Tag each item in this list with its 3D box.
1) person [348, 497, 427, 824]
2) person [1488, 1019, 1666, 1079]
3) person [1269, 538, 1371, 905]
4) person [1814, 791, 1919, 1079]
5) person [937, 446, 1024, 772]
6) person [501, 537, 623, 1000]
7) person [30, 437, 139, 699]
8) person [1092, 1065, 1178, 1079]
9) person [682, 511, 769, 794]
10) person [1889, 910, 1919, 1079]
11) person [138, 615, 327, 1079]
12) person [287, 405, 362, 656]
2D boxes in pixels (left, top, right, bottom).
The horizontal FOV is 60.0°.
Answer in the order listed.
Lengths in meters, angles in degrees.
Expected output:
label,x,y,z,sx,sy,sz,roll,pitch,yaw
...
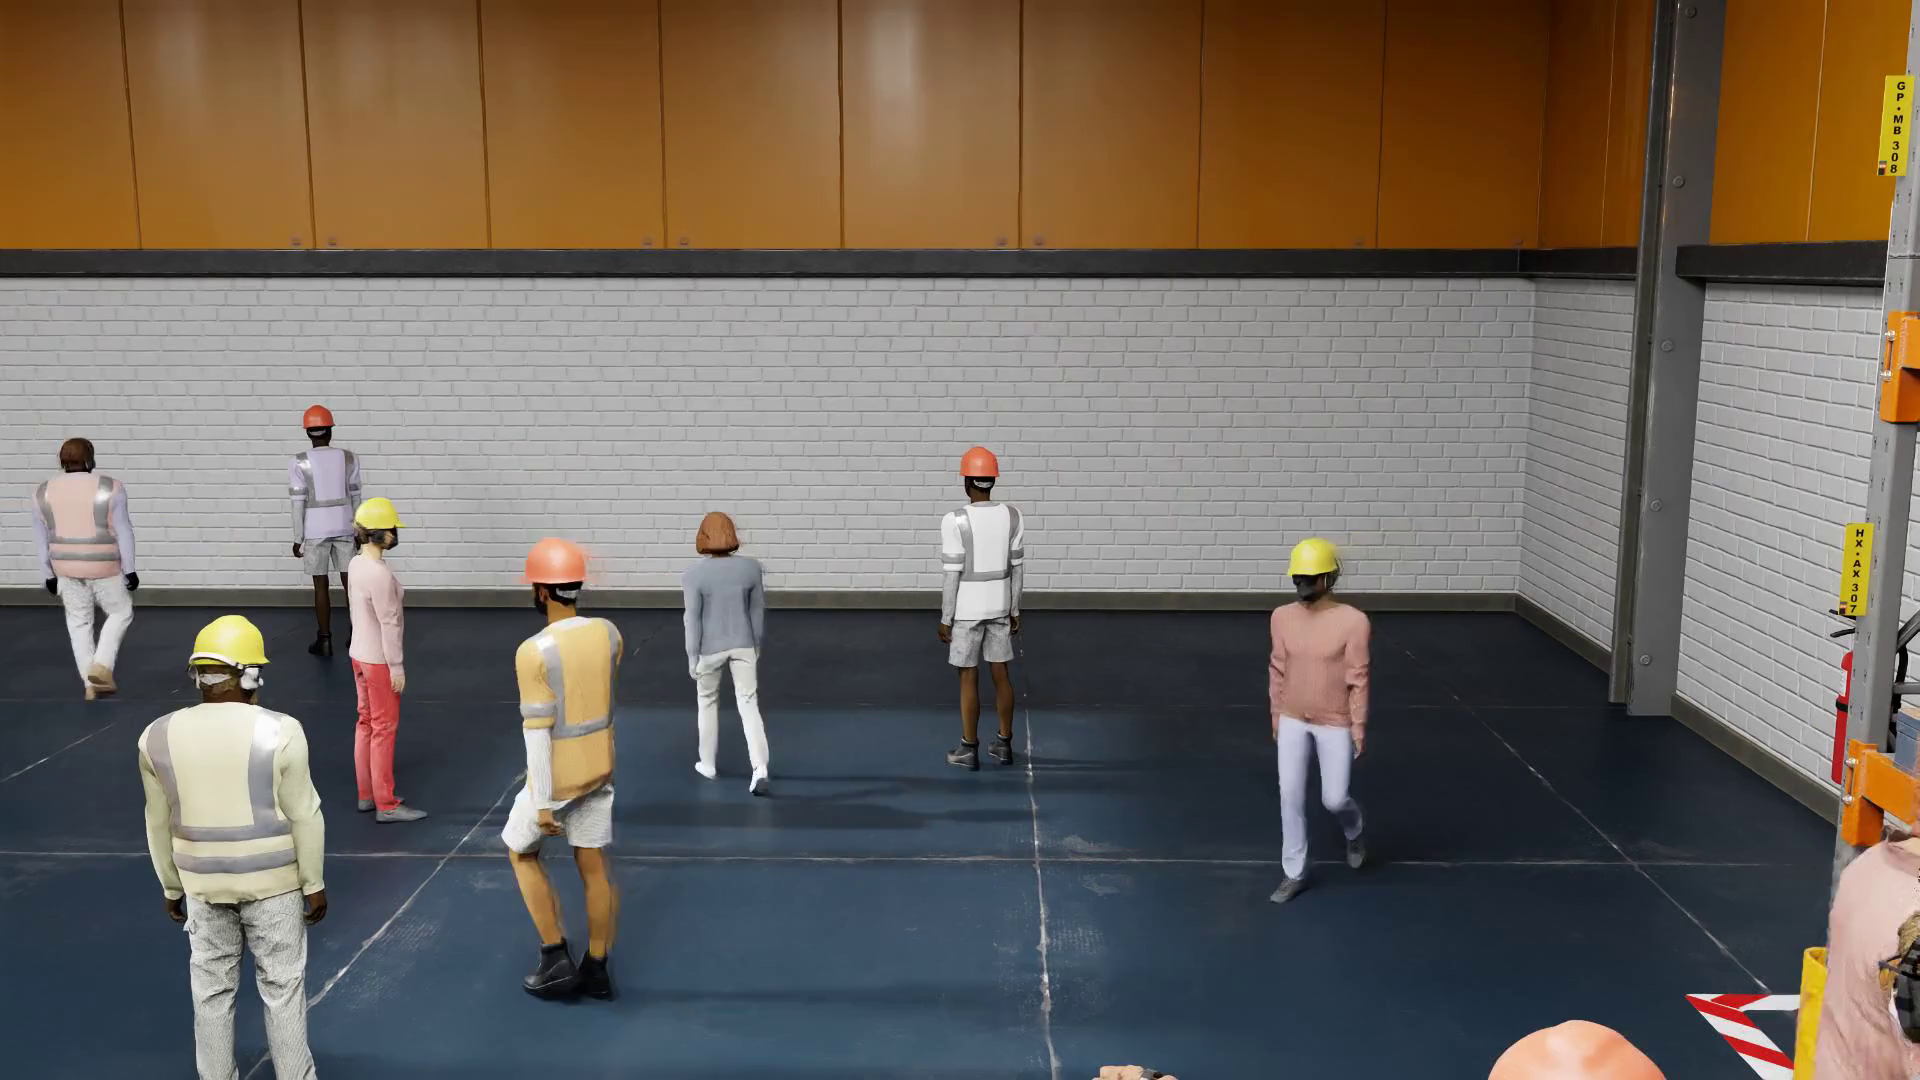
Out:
label,x,y,z,sx,sy,sz,roll,pitch,yaw
person,-3.125,0.648,9.019,0.328,1.766,0.531,-7,12,-38
person,0.791,1.630,2.289,0.364,2.048,0.611,-7,12,-37
person,1.724,0.839,7.927,0.526,1.744,0.580,7,12,35
person,2.329,1.421,4.128,0.395,1.868,0.904,3,10,18
person,0.111,0.408,9.938,0.553,1.935,0.364,-5,11,-29
person,-1.624,0.940,6.807,0.505,1.919,0.554,7,12,38
person,-6.008,0.206,11.465,0.650,1.830,0.444,-1,10,-7
person,0.328,1.720,2.971,0.306,1.640,0.523,3,10,16
person,-1.314,0.644,9.542,0.503,1.601,0.776,-4,10,-24
person,1.714,1.575,2.984,0.663,1.926,0.433,-3,10,-16
person,-2.477,1.164,5.757,0.589,1.822,0.403,0,9,0
person,-4.885,-0.072,12.826,0.546,1.934,0.376,-7,12,-38
